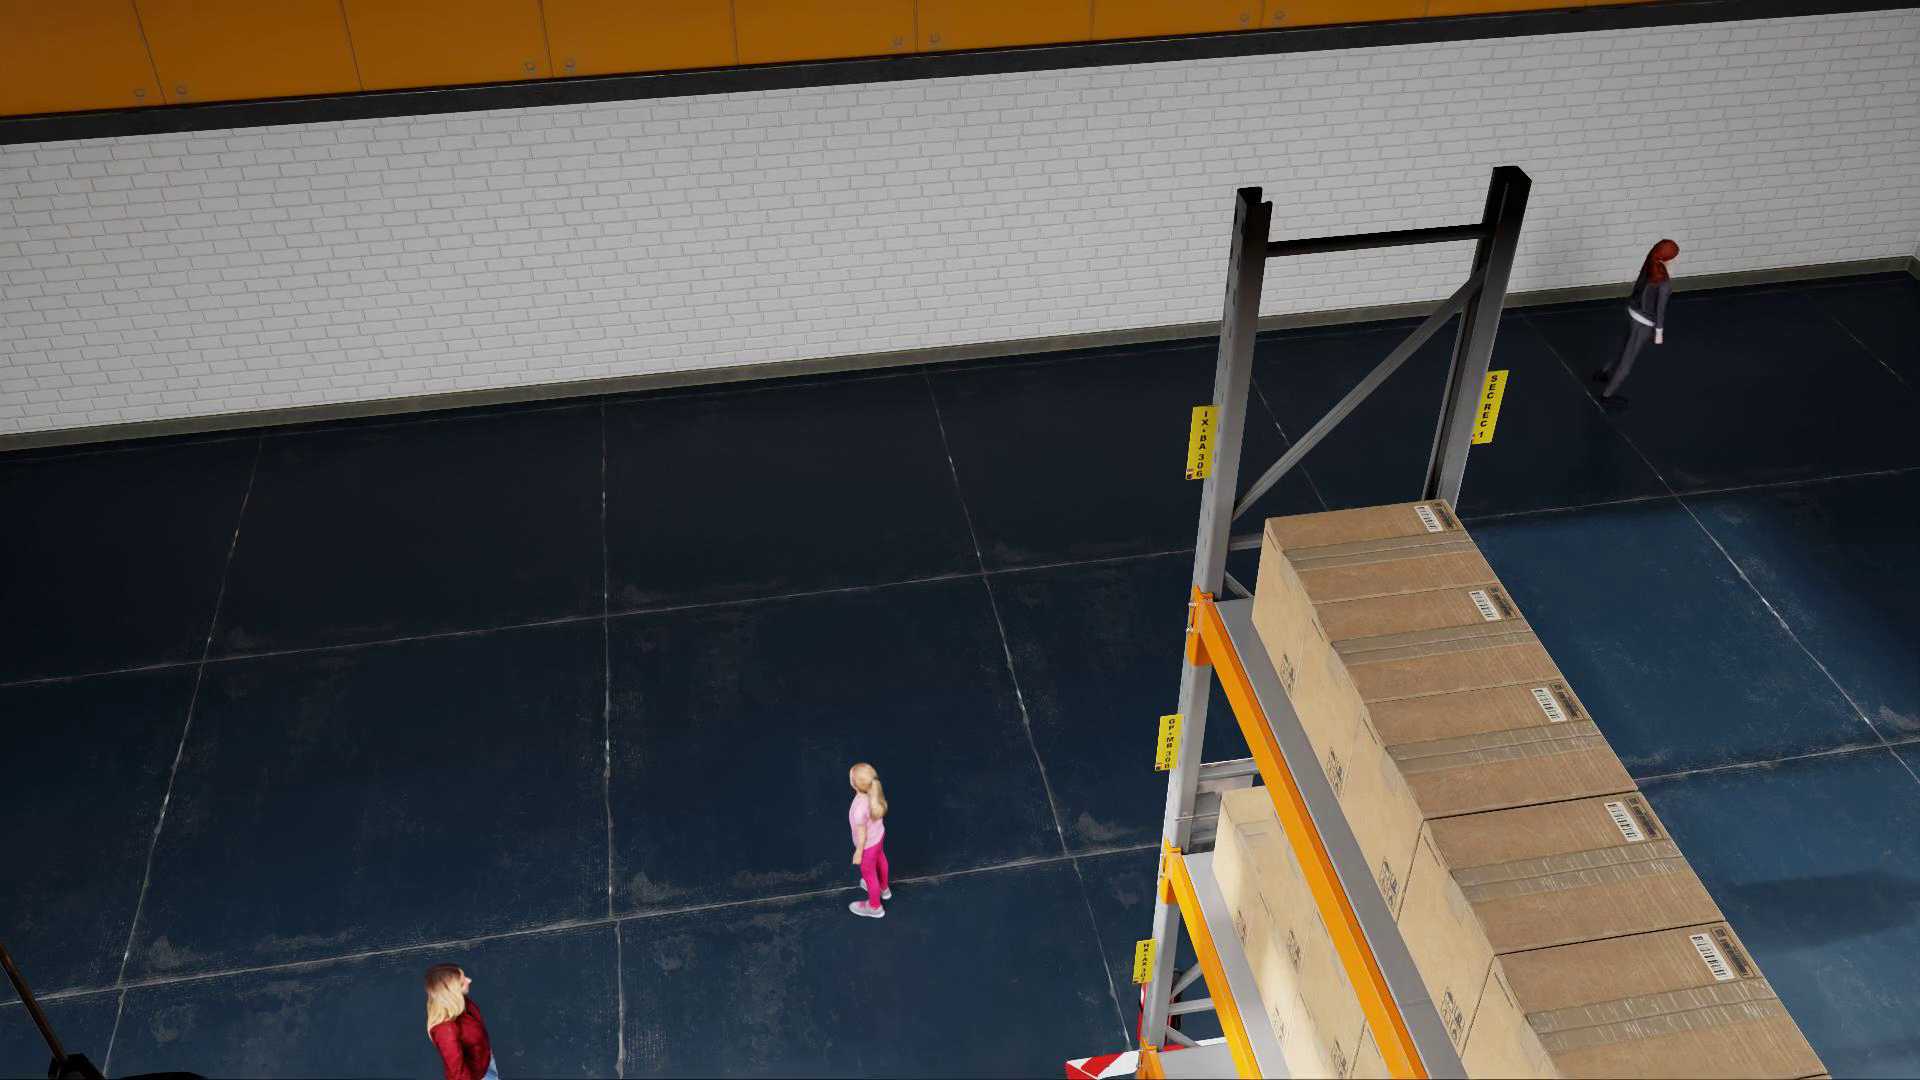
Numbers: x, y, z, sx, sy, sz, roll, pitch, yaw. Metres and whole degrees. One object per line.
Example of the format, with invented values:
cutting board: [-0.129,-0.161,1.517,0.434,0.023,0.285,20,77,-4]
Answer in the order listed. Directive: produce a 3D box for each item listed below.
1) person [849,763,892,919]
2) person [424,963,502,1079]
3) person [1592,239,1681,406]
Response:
person: [-0.562,1.849,10.366,0.632,1.271,0.548,12,40,15]
person: [-2.670,2.831,8.854,0.734,1.625,0.736,-12,40,-15]
person: [5.994,-1.910,14.694,0.792,1.744,0.543,-10,40,-12]
